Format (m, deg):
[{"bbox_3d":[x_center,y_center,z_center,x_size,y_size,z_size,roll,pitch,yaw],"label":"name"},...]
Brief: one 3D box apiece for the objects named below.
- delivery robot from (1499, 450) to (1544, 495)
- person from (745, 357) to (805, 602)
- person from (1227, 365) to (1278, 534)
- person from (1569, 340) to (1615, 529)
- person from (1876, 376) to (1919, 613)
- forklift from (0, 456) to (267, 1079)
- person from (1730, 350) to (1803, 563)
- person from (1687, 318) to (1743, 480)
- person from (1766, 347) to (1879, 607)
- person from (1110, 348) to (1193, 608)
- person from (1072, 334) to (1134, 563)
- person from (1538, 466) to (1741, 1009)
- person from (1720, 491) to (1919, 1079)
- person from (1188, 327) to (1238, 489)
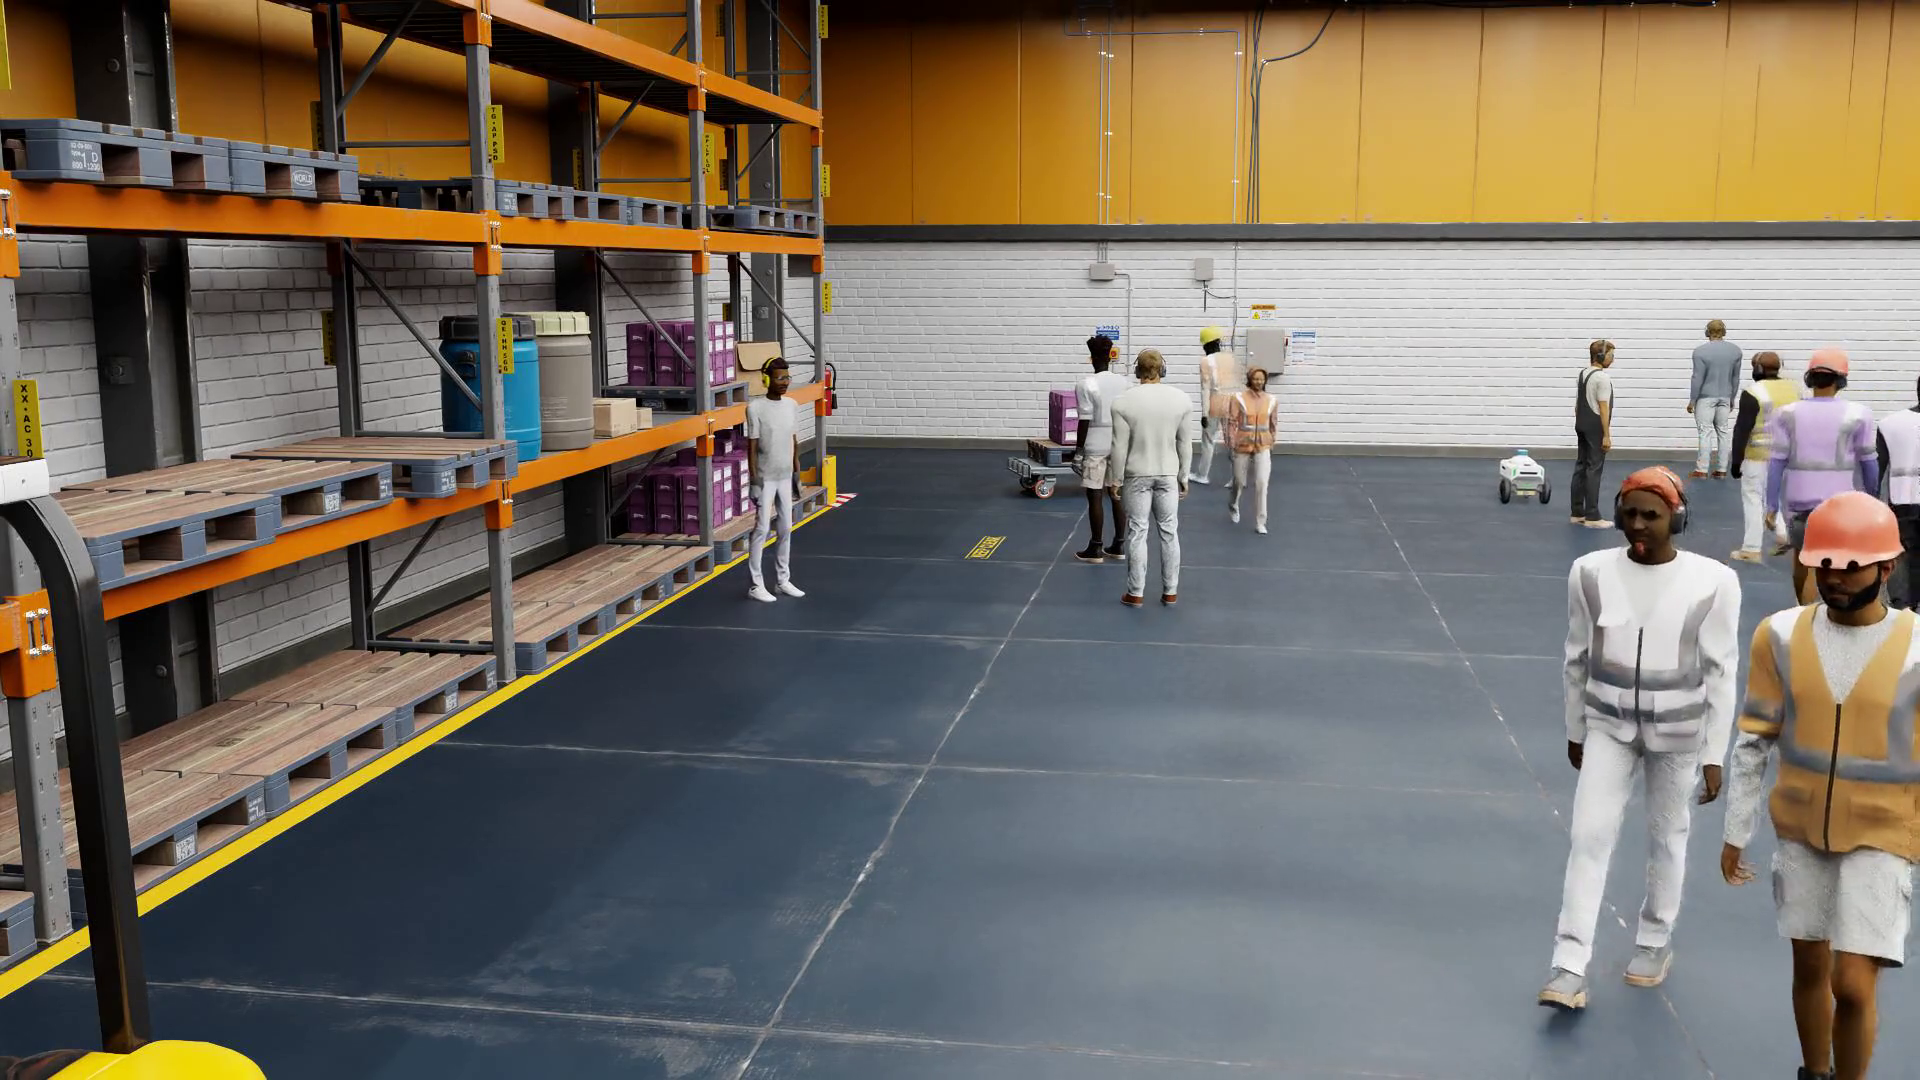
[{"bbox_3d":[6.105,-0.738,18.080,0.477,0.478,0.707,1,9,7],"label":"delivery robot"},{"bbox_3d":[-1.409,-0.460,12.656,0.318,1.860,0.509,8,12,42],"label":"person"},{"bbox_3d":[2.808,-0.895,16.091,0.514,1.611,0.723,-1,9,-4],"label":"person"},{"bbox_3d":[6.184,-1.030,16.222,0.344,1.839,0.505,-2,9,-9],"label":"person"},{"bbox_3d":[6.476,-0.236,11.245,0.606,1.881,0.885,4,10,21],"label":"person"},{"bbox_3d":[-2.328,0.975,2.765,2.313,2.155,1.214,1,9,9],"label":"forklift"},{"bbox_3d":[6.906,-0.710,14.305,0.674,1.825,0.434,-4,10,-22],"label":"person"},{"bbox_3d":[9.031,-1.682,19.951,0.627,1.934,0.370,-1,9,-9],"label":"person"},{"bbox_3d":[5.782,-0.284,11.139,0.622,1.987,1.009,8,12,42],"label":"person"},{"bbox_3d":[1.413,-0.451,12.365,0.627,1.934,0.370,-1,9,-7],"label":"person"},{"bbox_3d":[1.223,-0.787,14.334,0.609,1.963,0.367,-6,11,-34],"label":"person"},{"bbox_3d":[2.279,0.689,5.606,0.580,1.848,0.917,6,11,33],"label":"person"},{"bbox_3d":[2.383,0.821,4.563,0.629,1.913,0.584,-9,13,-43],"label":"person"},{"bbox_3d":[2.979,-1.524,19.219,0.607,1.858,0.979,-6,11,-32],"label":"person"}]
